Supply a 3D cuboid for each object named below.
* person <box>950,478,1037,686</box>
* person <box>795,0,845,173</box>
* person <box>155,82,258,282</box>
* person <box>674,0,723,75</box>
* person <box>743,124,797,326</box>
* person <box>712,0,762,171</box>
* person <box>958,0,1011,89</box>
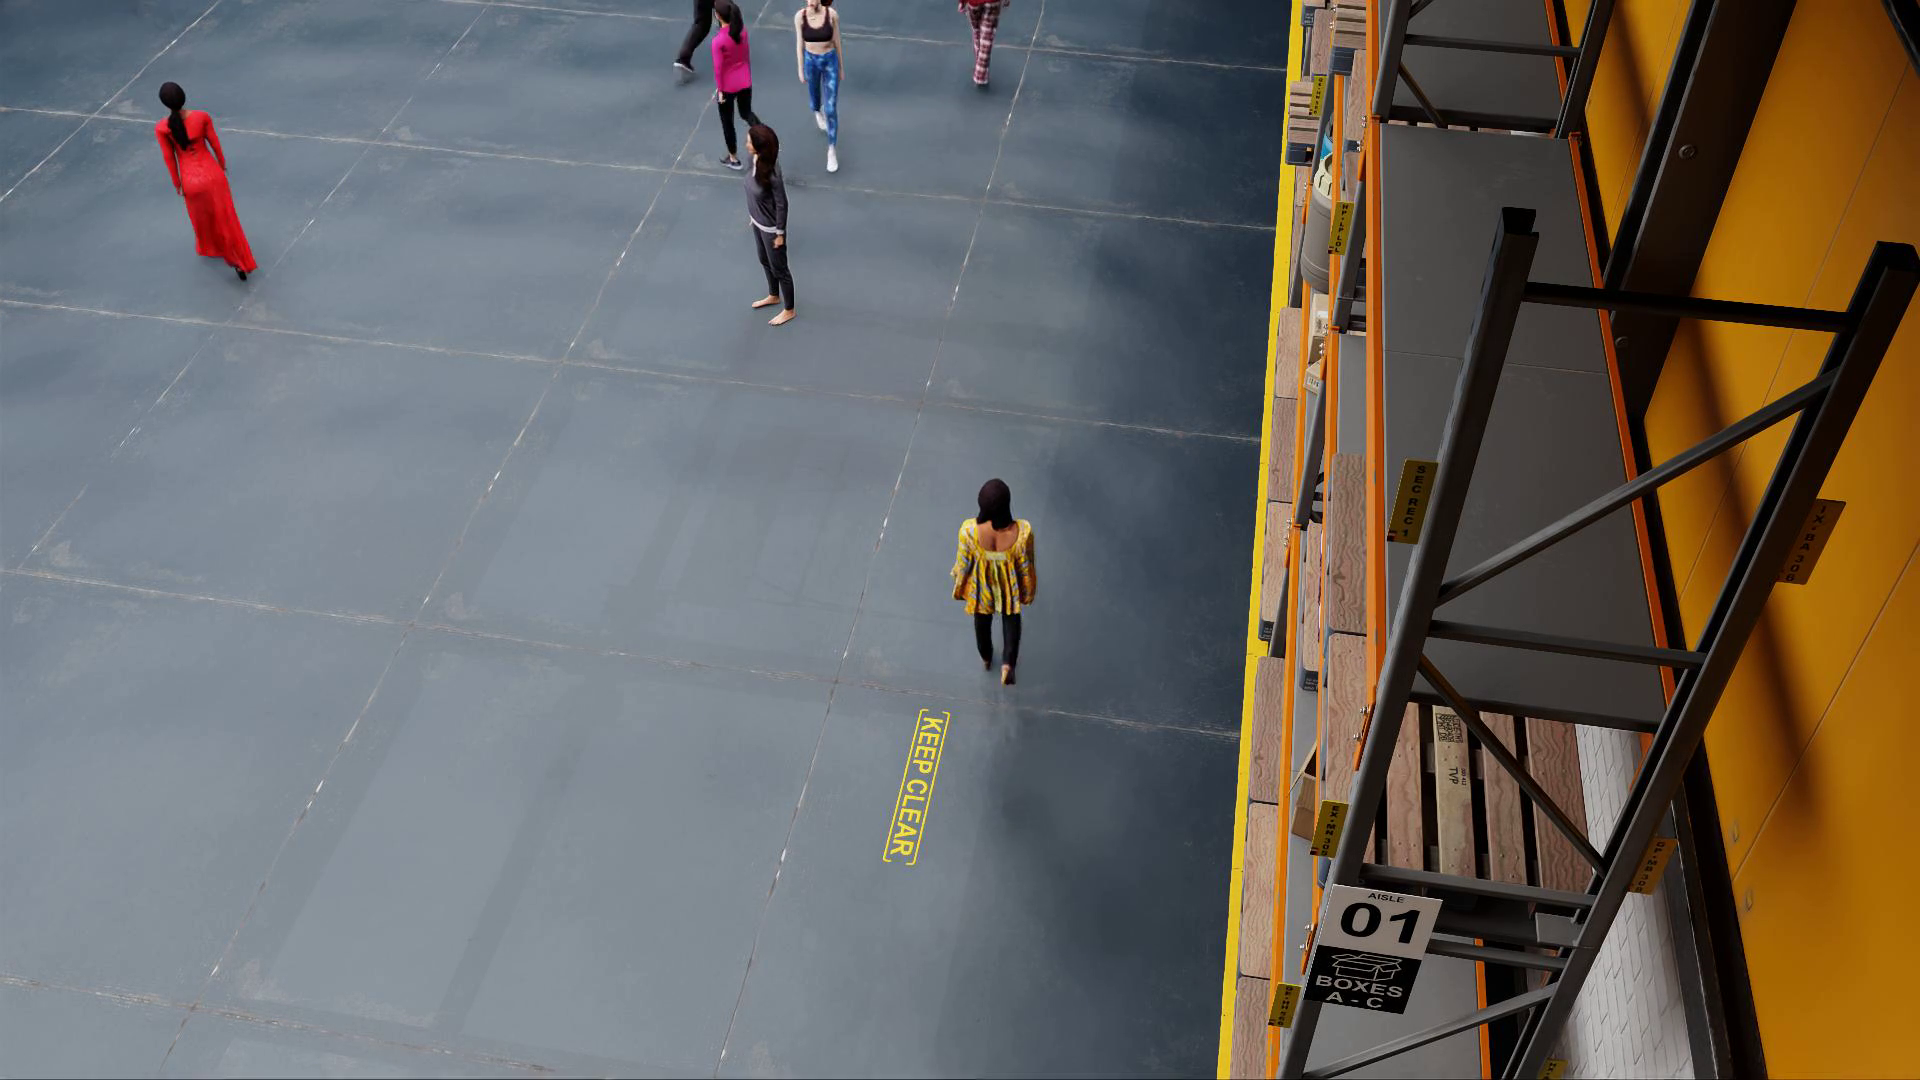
[{"bbox_3d":[0.221,0.326,10.533,0.791,1.641,0.896,-2,44,-2],"label":"person"},{"bbox_3d":[-1.289,-4.358,15.370,0.745,1.763,1.120,-4,44,-4],"label":"person"},{"bbox_3d":[-6.295,-2.942,13.887,1.031,1.757,1.109,-25,49,-24],"label":"person"},{"bbox_3d":[-2.574,-5.446,16.537,0.966,1.717,1.186,30,51,28],"label":"person"},{"bbox_3d":[-1.547,-2.571,13.482,0.736,1.768,0.676,-26,49,-24],"label":"person"},{"bbox_3d":[-1.985,-4.112,15.170,0.895,1.681,0.908,30,51,28],"label":"person"},{"bbox_3d":[0.221,-5.284,16.408,0.625,1.660,1.019,7,44,7],"label":"person"}]
